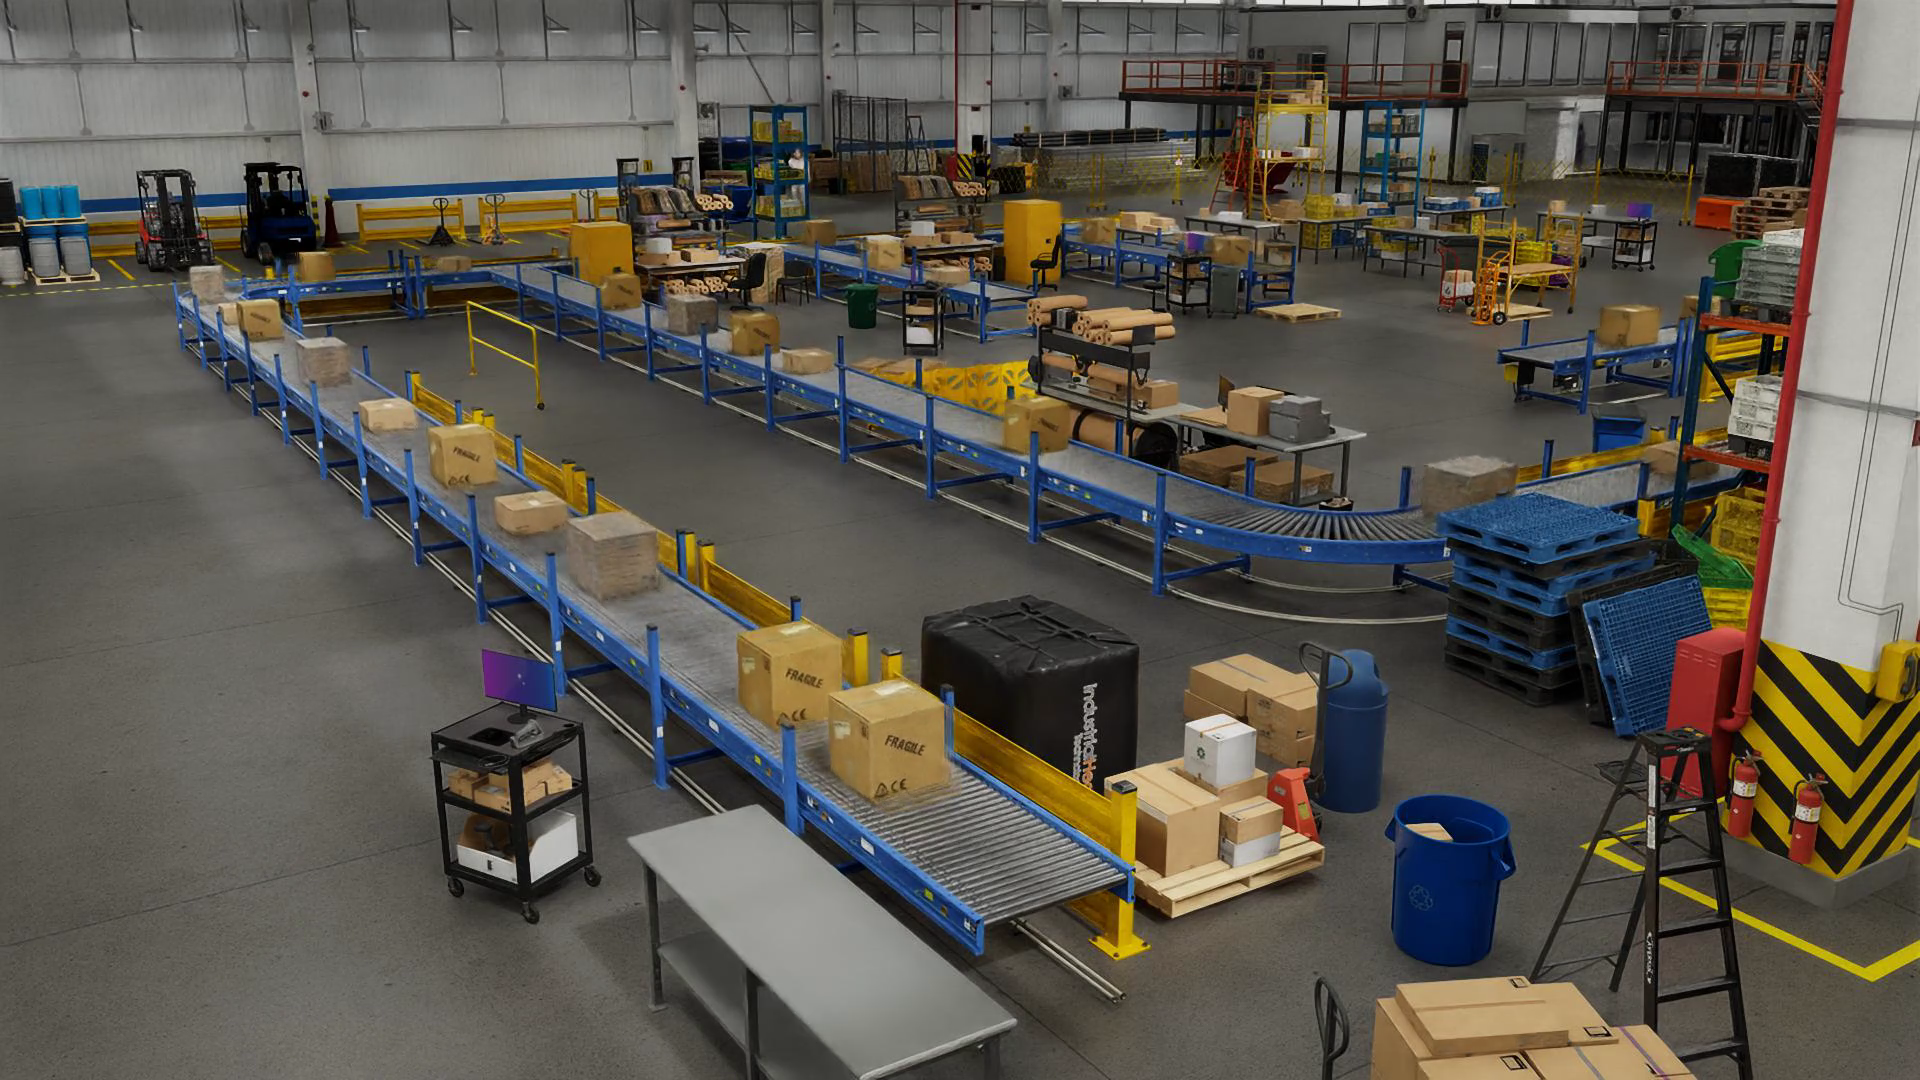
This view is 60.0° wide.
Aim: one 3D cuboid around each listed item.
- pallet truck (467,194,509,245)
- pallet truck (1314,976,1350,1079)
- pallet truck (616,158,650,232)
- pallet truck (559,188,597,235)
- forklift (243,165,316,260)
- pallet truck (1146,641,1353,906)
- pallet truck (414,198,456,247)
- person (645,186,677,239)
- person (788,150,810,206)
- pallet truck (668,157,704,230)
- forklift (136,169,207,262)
[{"bbox_3d":[-11.983,-8.177,42.137,0.704,1.261,1.522,-11,20,-33],"label":"pallet truck"},{"bbox_3d":[2.299,2.390,7.086,1.601,1.201,0.680,-2,17,-7],"label":"pallet truck"},{"bbox_3d":[-8.918,-9.176,44.255,0.823,1.965,1.885,-9,19,-27],"label":"pallet truck"},{"bbox_3d":[-10.010,-8.652,43.699,0.653,1.274,1.630,-10,20,-31],"label":"pallet truck"},{"bbox_3d":[-15.898,-7.669,38.708,1.157,1.987,2.680,-11,20,-33],"label":"forklift"},{"bbox_3d":[1.664,1.407,10.232,1.630,1.274,0.653,-10,20,-31],"label":"pallet truck"},{"bbox_3d":[-13.250,-8.060,41.856,0.680,1.201,1.601,-10,20,-31],"label":"pallet truck"},{"bbox_3d":[-6.414,-6.528,35.489,0.603,1.988,1.099,5,17,16],"label":"person"},{"bbox_3d":[-4.795,-10.662,49.457,0.662,1.849,1.042,0,17,1],"label":"person"},{"bbox_3d":[-7.586,-9.308,44.692,0.823,1.965,1.885,-11,20,-33],"label":"pallet truck"},{"bbox_3d":[-17.842,-7.318,37.559,1.157,1.987,2.680,-10,20,-31],"label":"forklift"}]
